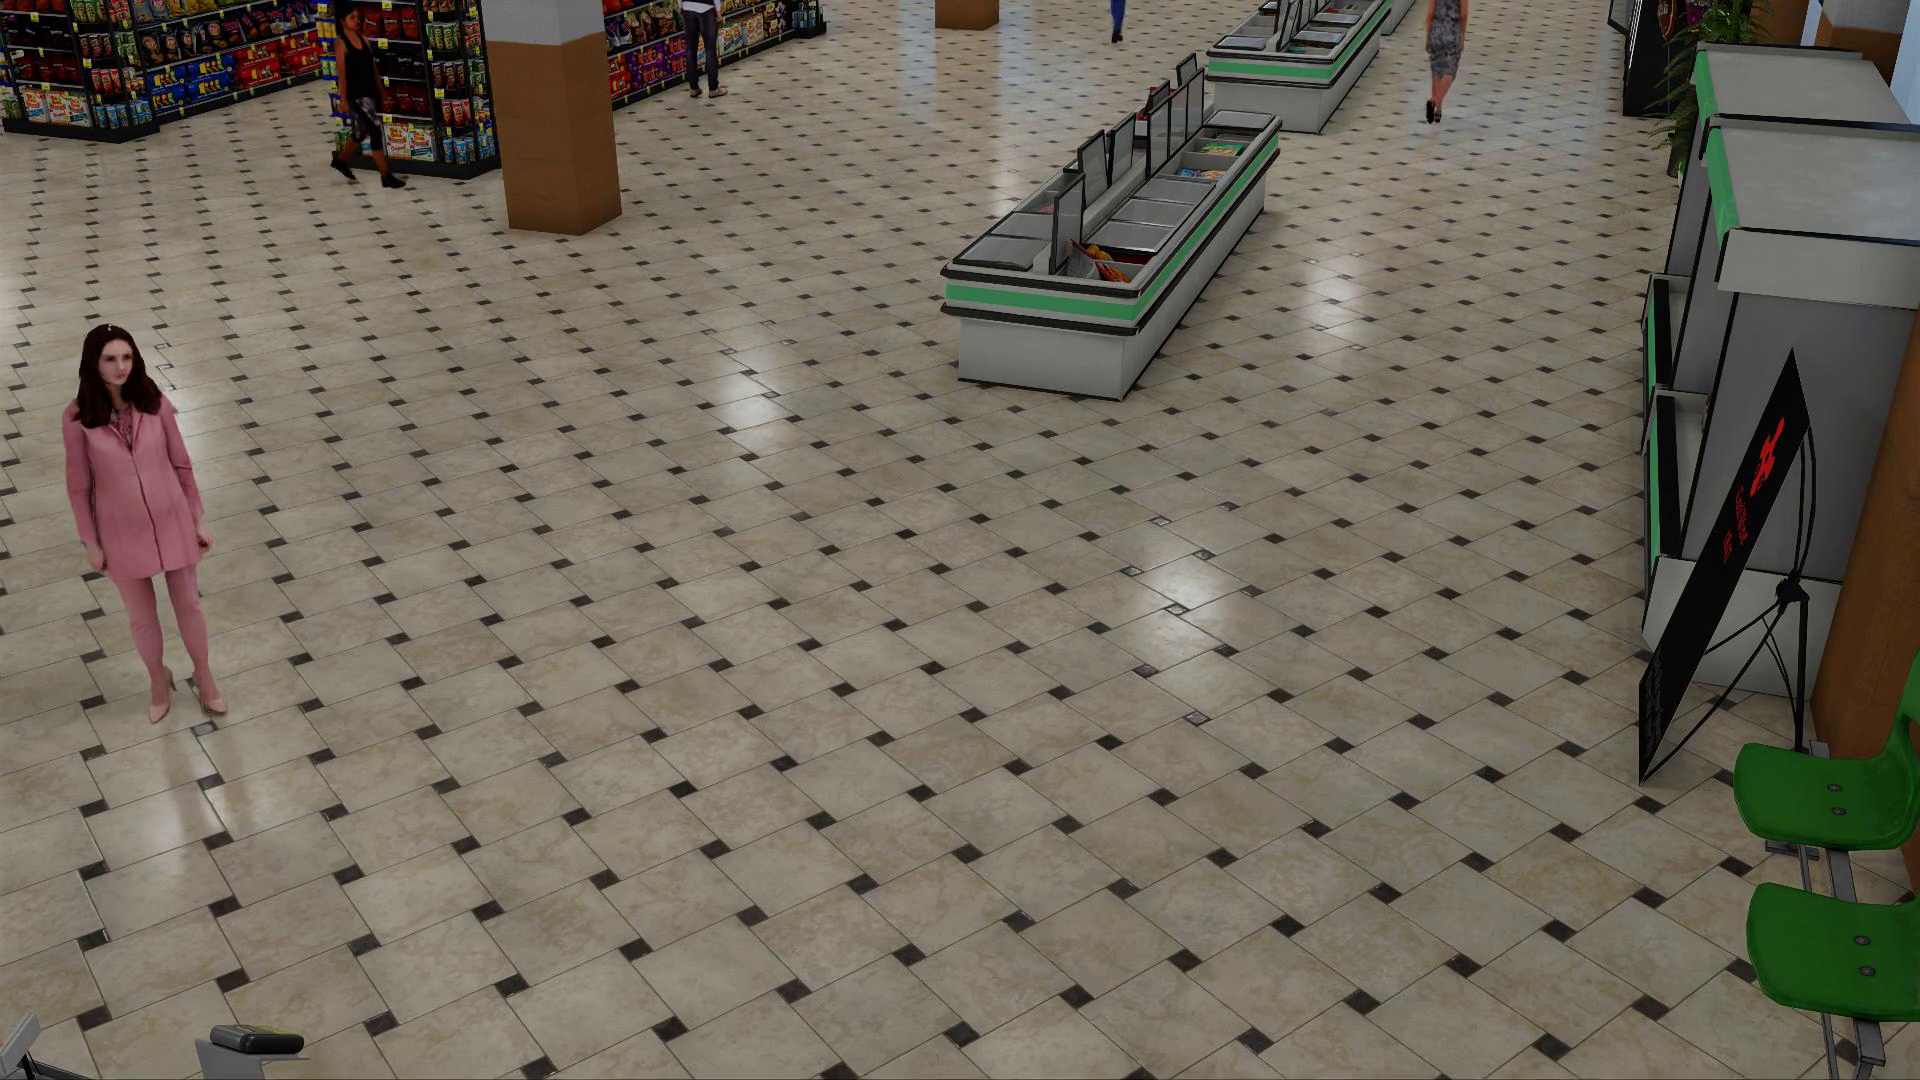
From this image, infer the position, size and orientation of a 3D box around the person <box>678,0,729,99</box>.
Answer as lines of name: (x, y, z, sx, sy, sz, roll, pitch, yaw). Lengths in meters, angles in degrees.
person: (-2.888, -5.844, 18.409, 0.687, 1.826, 0.590, 8, 28, 15)

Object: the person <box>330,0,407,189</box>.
person: (-5.469, -4.000, 14.982, 0.706, 1.639, 0.985, 6, 28, 12)

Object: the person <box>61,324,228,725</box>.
person: (-3.429, -0.051, 7.020, 0.691, 1.797, 0.788, -15, 30, -26)

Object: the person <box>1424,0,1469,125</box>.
person: (4.935, -5.073, 17.054, 0.656, 1.677, 1.044, 14, 30, 25)
